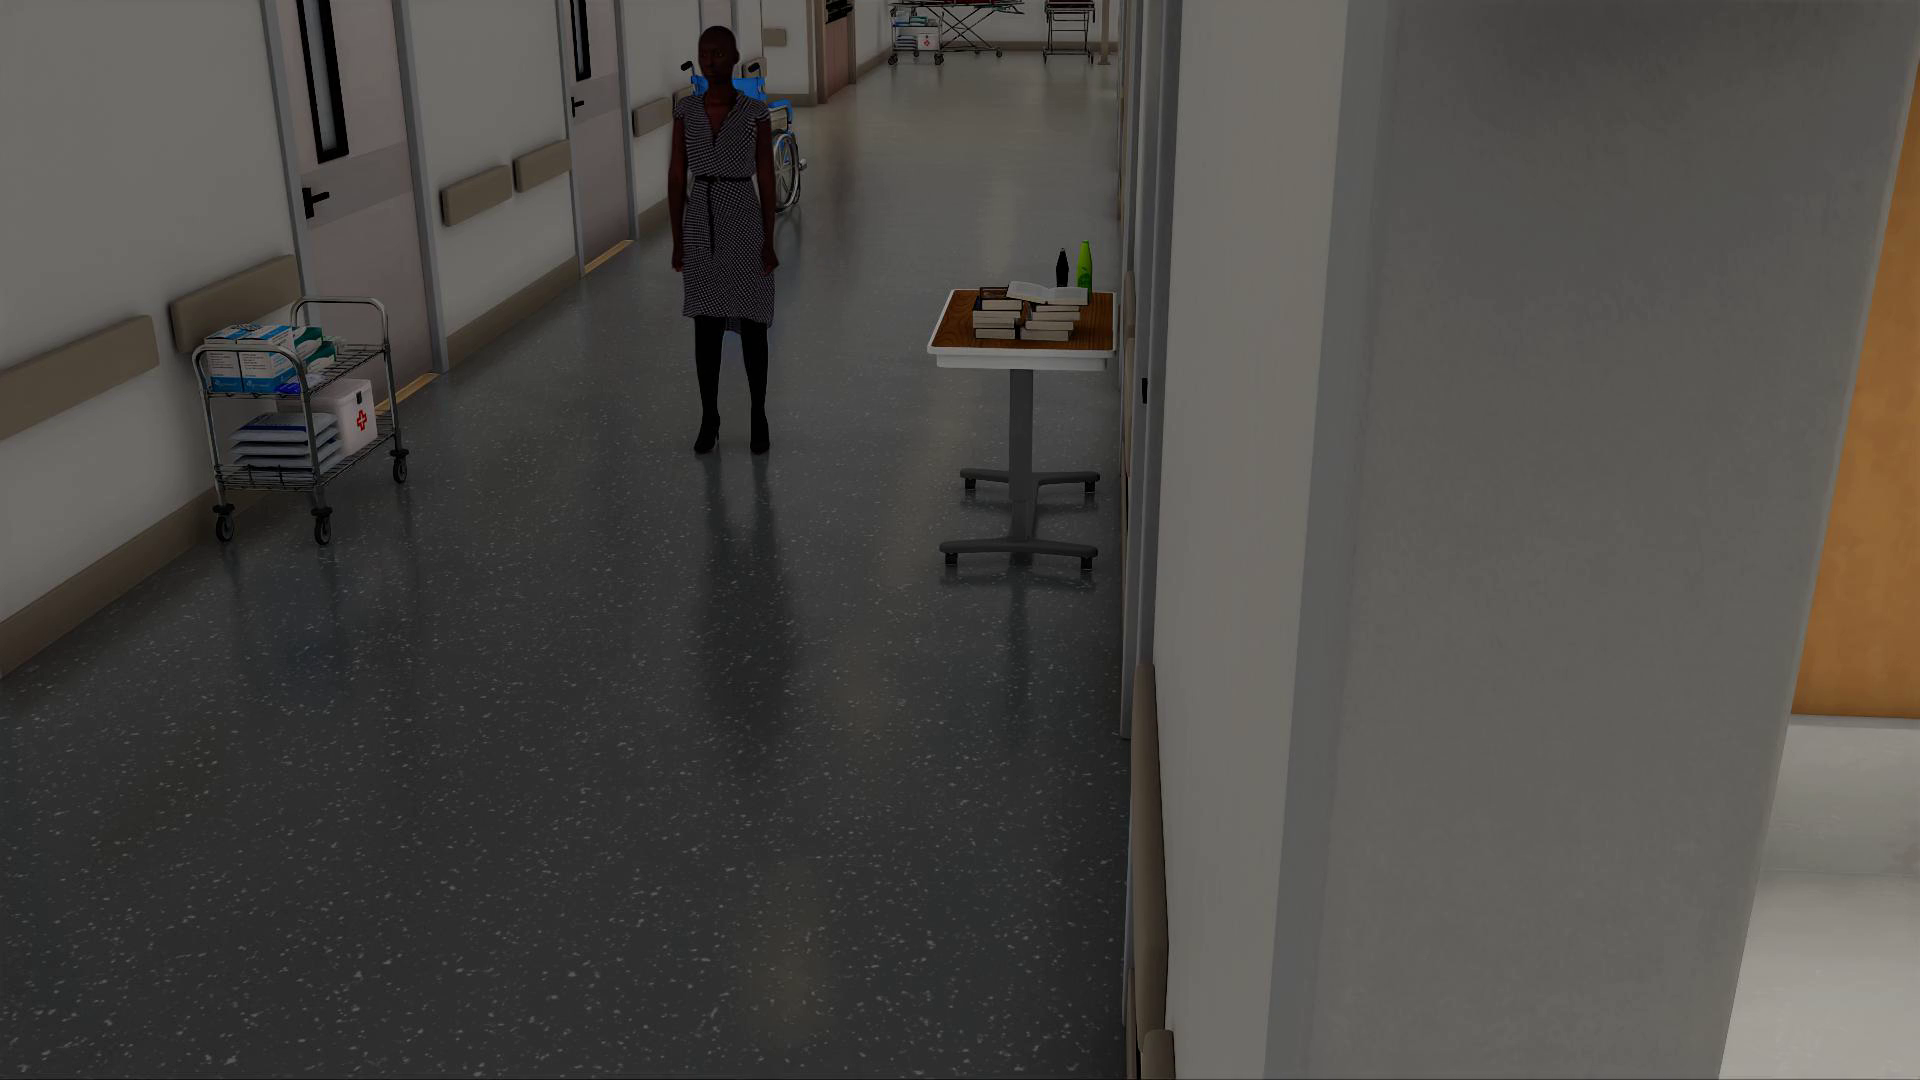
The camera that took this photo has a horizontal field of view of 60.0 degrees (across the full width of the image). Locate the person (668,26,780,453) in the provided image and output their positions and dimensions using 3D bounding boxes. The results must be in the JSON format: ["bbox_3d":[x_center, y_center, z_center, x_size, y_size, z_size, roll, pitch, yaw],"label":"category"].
[{"bbox_3d":[-0.993,-1.255,7.072,0.611,1.789,0.515,1,21,2],"label":"person"}]
